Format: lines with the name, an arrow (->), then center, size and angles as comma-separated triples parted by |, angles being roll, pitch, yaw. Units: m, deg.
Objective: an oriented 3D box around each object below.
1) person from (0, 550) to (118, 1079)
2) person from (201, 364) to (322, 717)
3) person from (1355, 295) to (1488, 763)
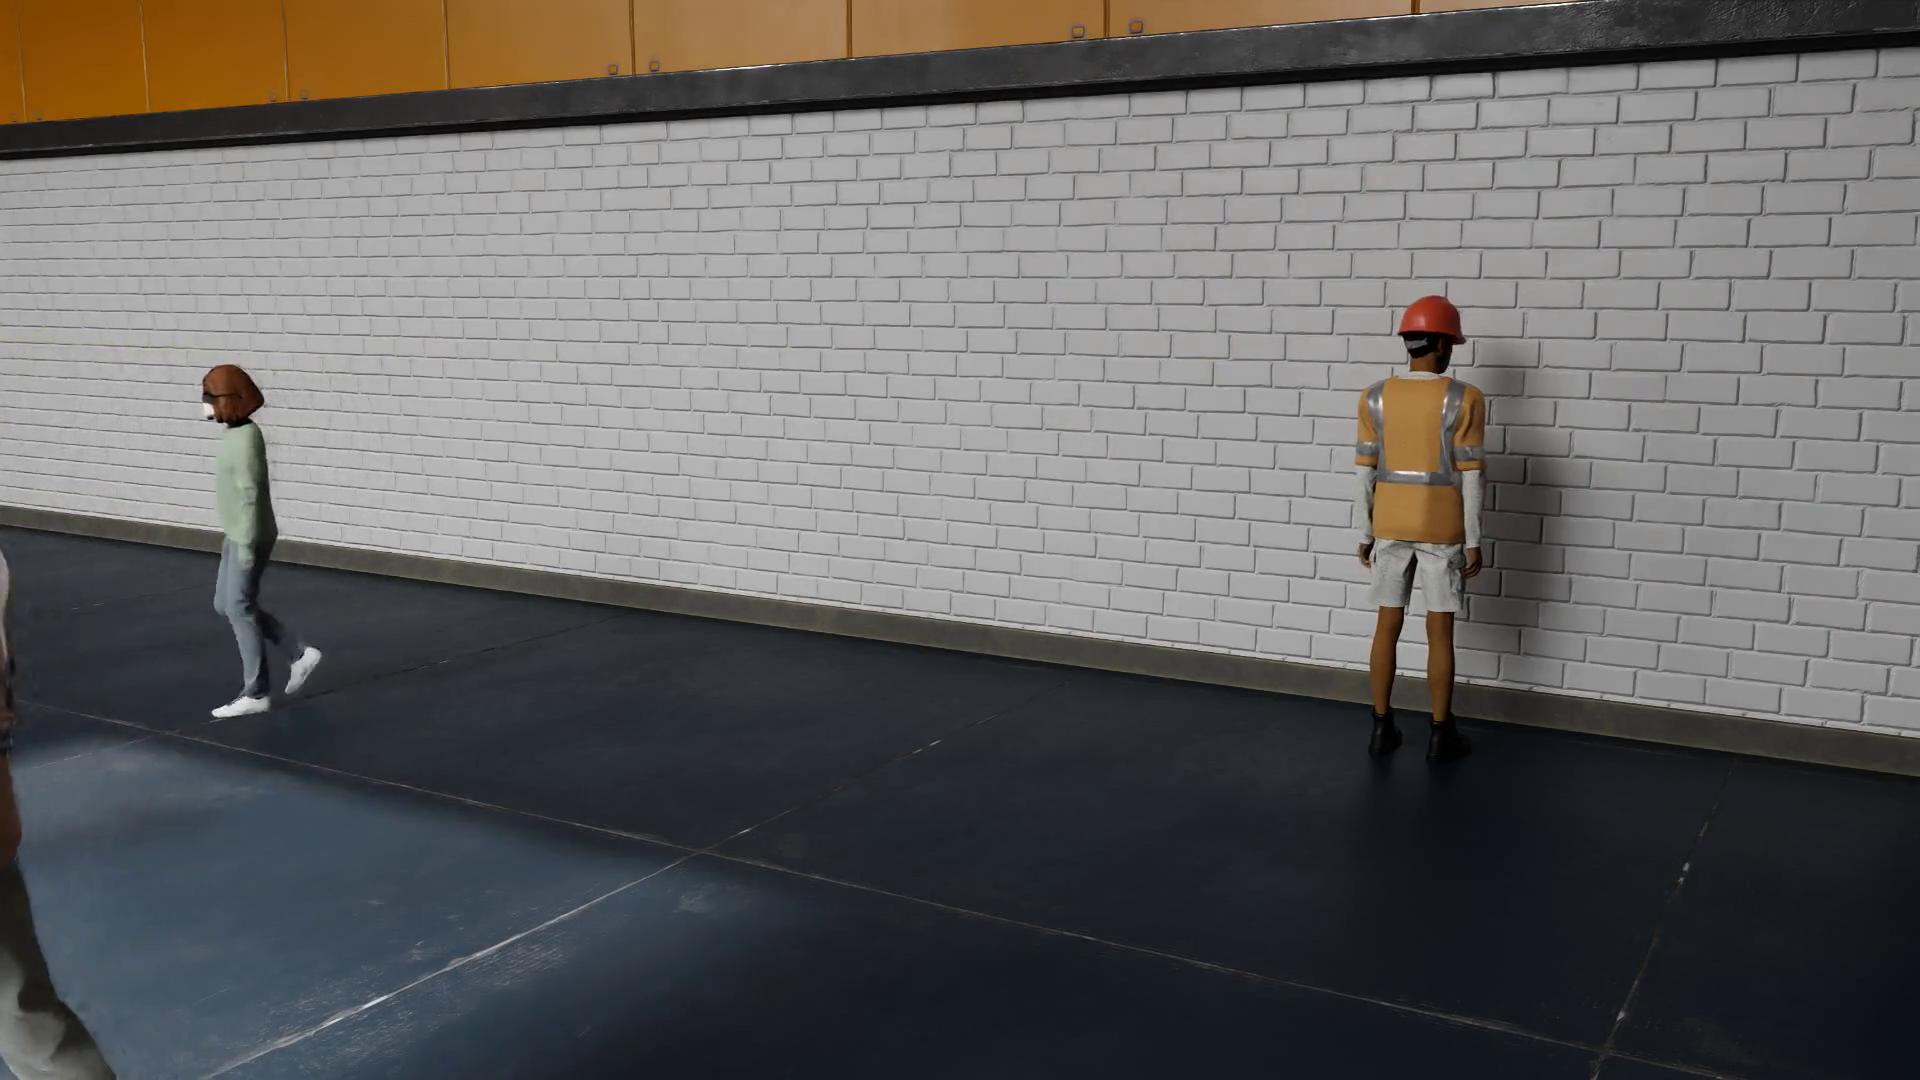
person -> -1.985, 0.589, 3.173 | 0.997, 1.881, 0.610 | 1, 9, 8
person -> -3.231, 0.002, 7.604 | 0.413, 1.614, 0.518 | -5, 10, -27
person -> 1.921, -0.044, 6.937 | 0.542, 1.931, 0.375 | 6, 11, 33
